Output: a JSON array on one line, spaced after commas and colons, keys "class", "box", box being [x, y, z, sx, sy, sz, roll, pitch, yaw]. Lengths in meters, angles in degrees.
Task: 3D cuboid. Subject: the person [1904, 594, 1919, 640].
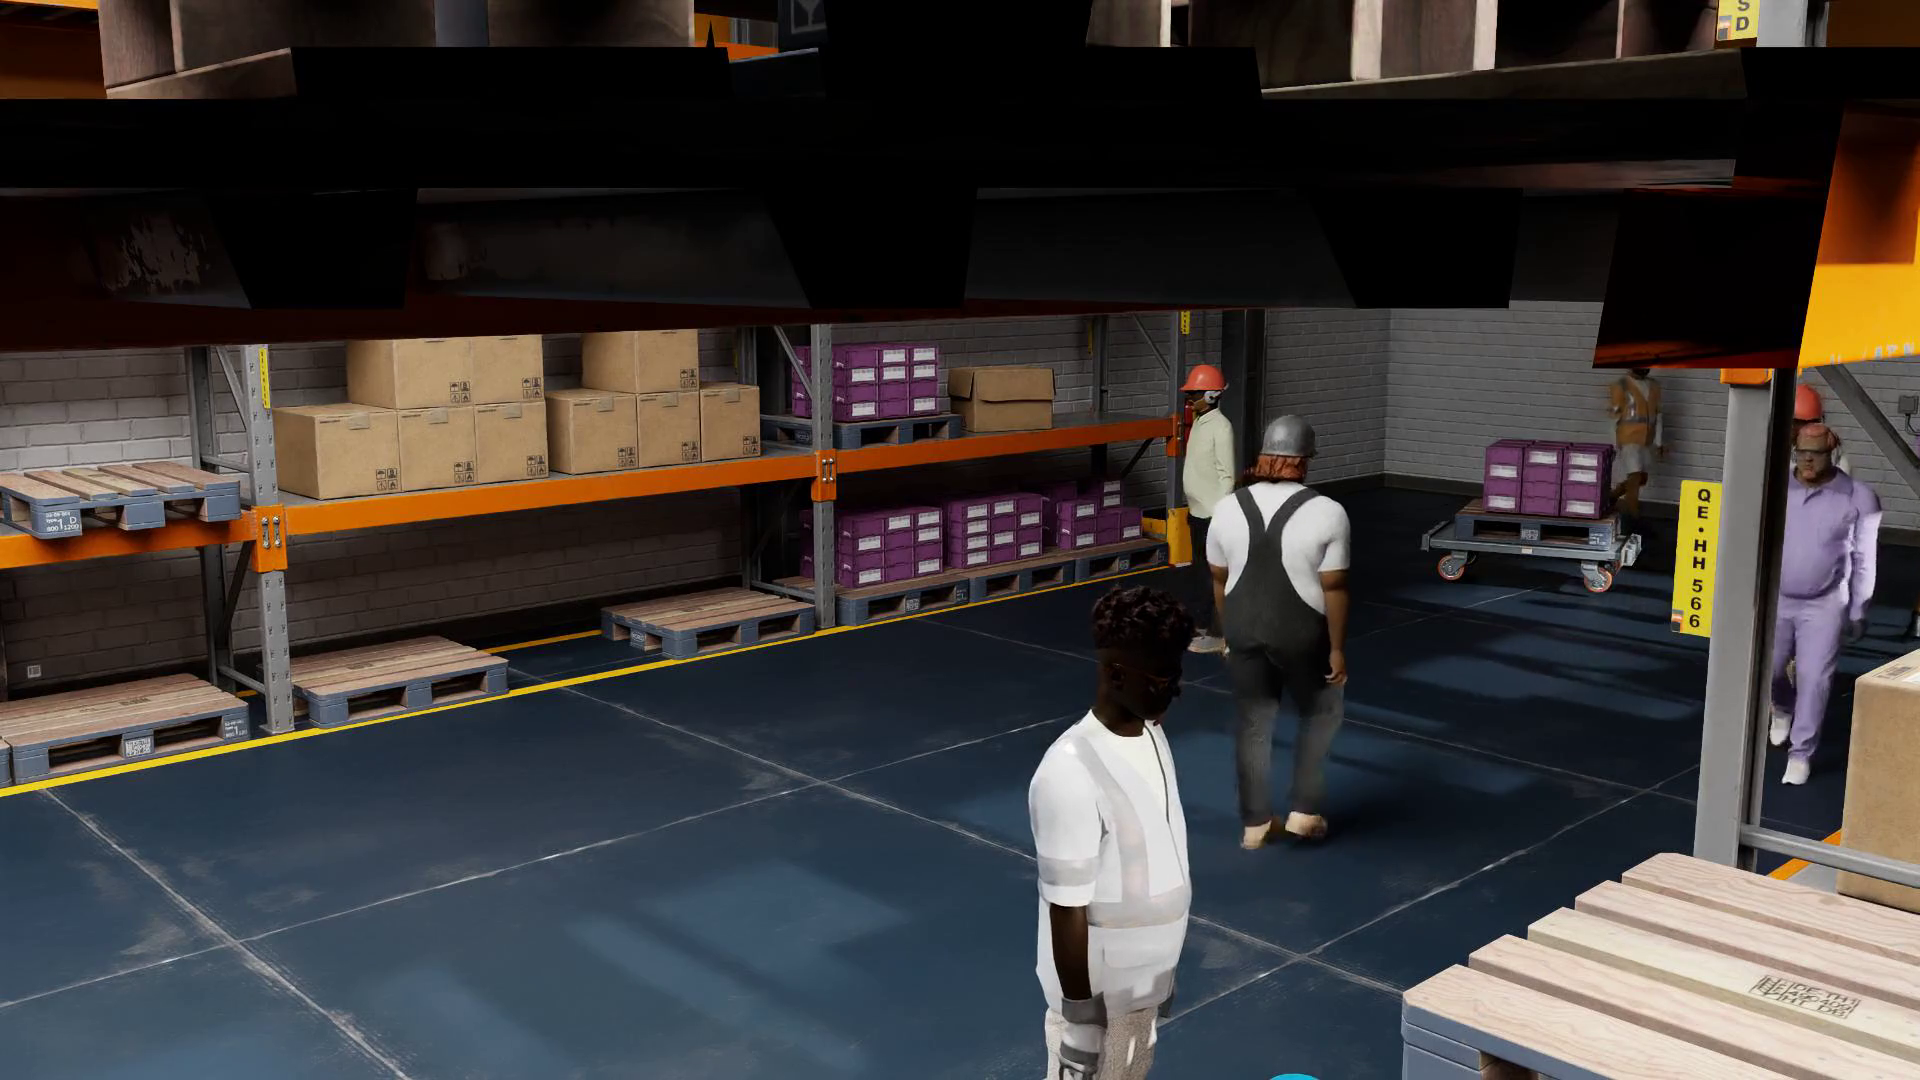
[{"class": "person", "box": [7.233, -0.164, 11.702, 1.117, 1.855, 0.606, -3, 10, -17]}]

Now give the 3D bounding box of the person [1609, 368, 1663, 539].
[{"class": "person", "box": [6.601, -1.000, 16.374, 0.549, 1.919, 0.811, -4, 11, -23]}]

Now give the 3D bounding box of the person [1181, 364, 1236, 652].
[{"class": "person", "box": [1.708, -0.219, 11.553, 0.391, 1.995, 0.613, -2, 10, -11]}]

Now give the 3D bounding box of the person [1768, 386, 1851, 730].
[{"class": "person", "box": [4.928, 0.069, 9.893, 1.054, 1.998, 0.612, -9, 13, -41]}]

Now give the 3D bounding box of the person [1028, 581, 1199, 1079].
[{"class": "person", "box": [0.386, 1.070, 4.113, 0.372, 1.960, 0.604, 4, 11, 24]}]

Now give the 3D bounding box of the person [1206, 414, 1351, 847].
[{"class": "person", "box": [1.508, 0.414, 7.715, 0.712, 2.000, 0.581, 7, 12, 34]}]

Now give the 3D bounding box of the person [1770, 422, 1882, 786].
[{"class": "person", "box": [4.463, 0.311, 8.776, 0.649, 1.890, 0.646, 8, 12, 38]}]
